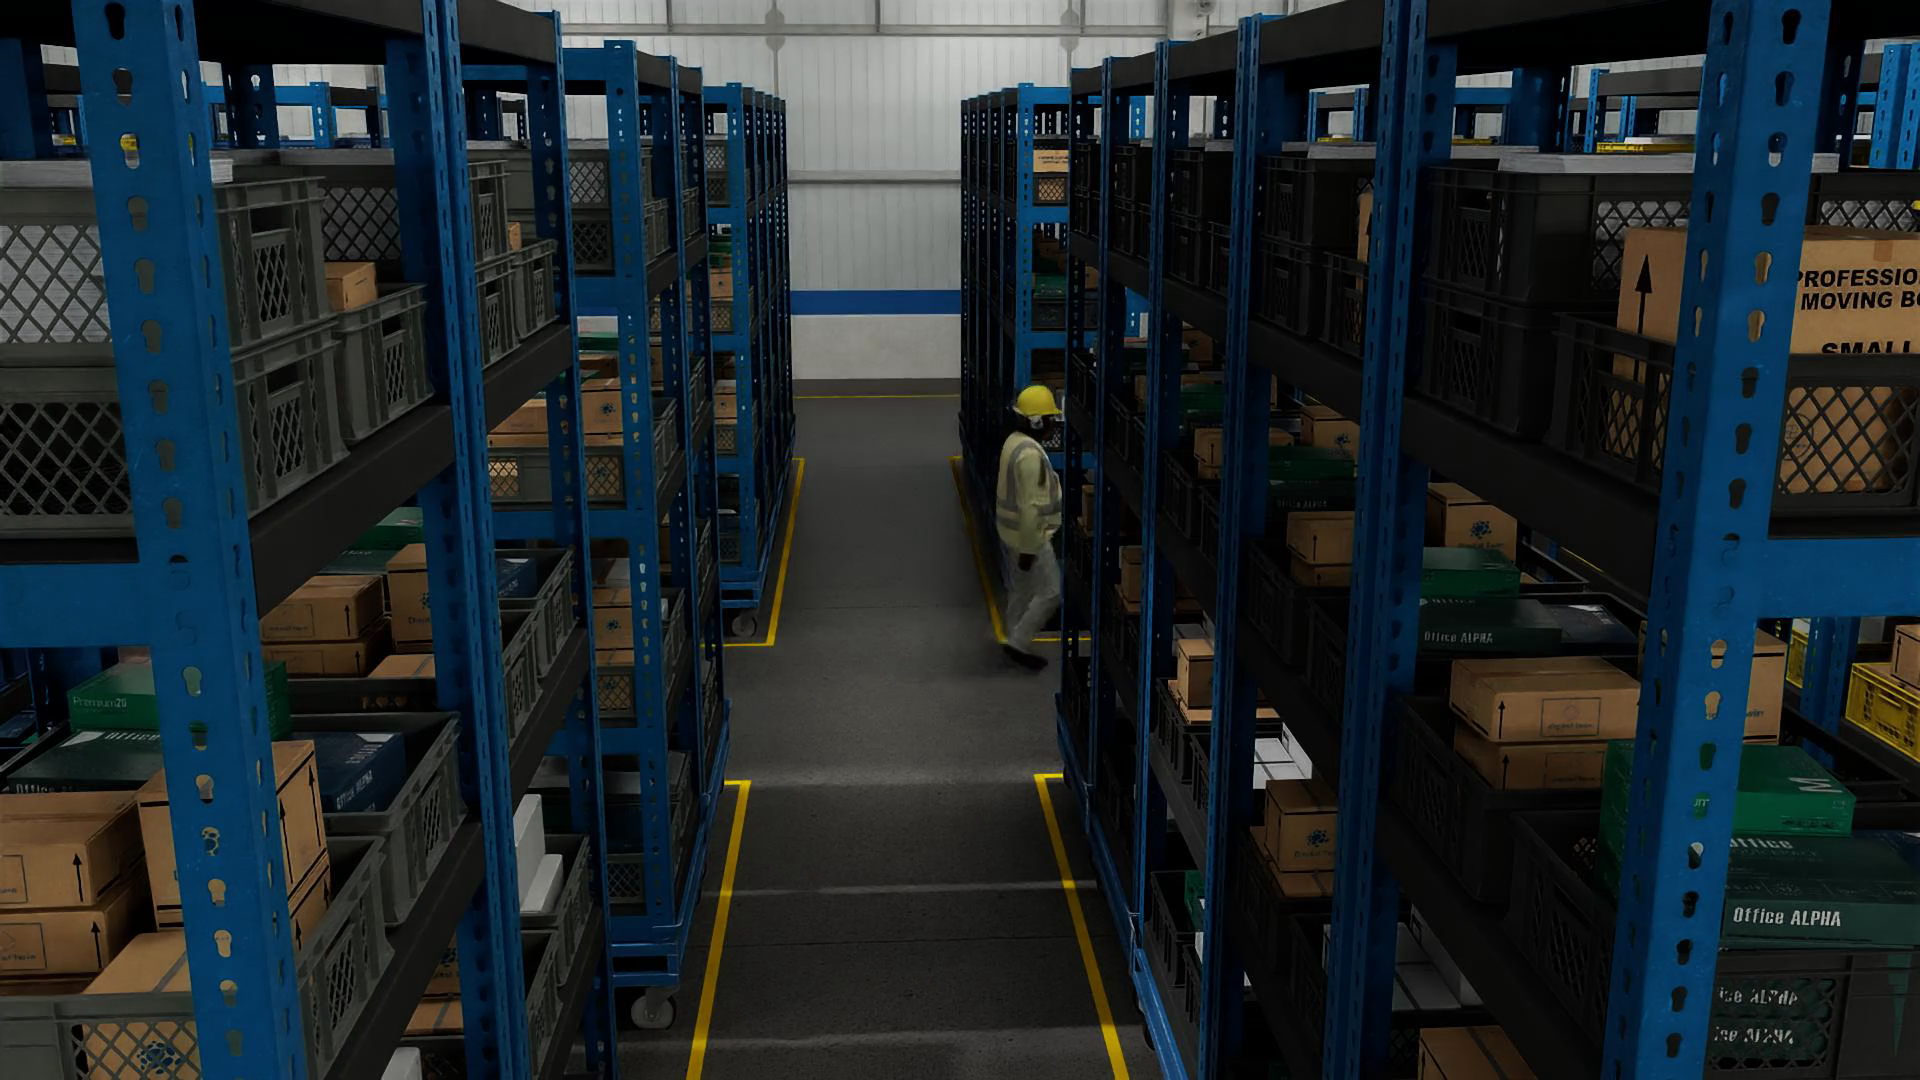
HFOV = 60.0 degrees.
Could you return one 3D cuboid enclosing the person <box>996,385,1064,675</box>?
[{"bbox_3d":[0.437,-0.049,10.210,0.425,1.817,0.600,-3,14,-10],"label":"person"}]
